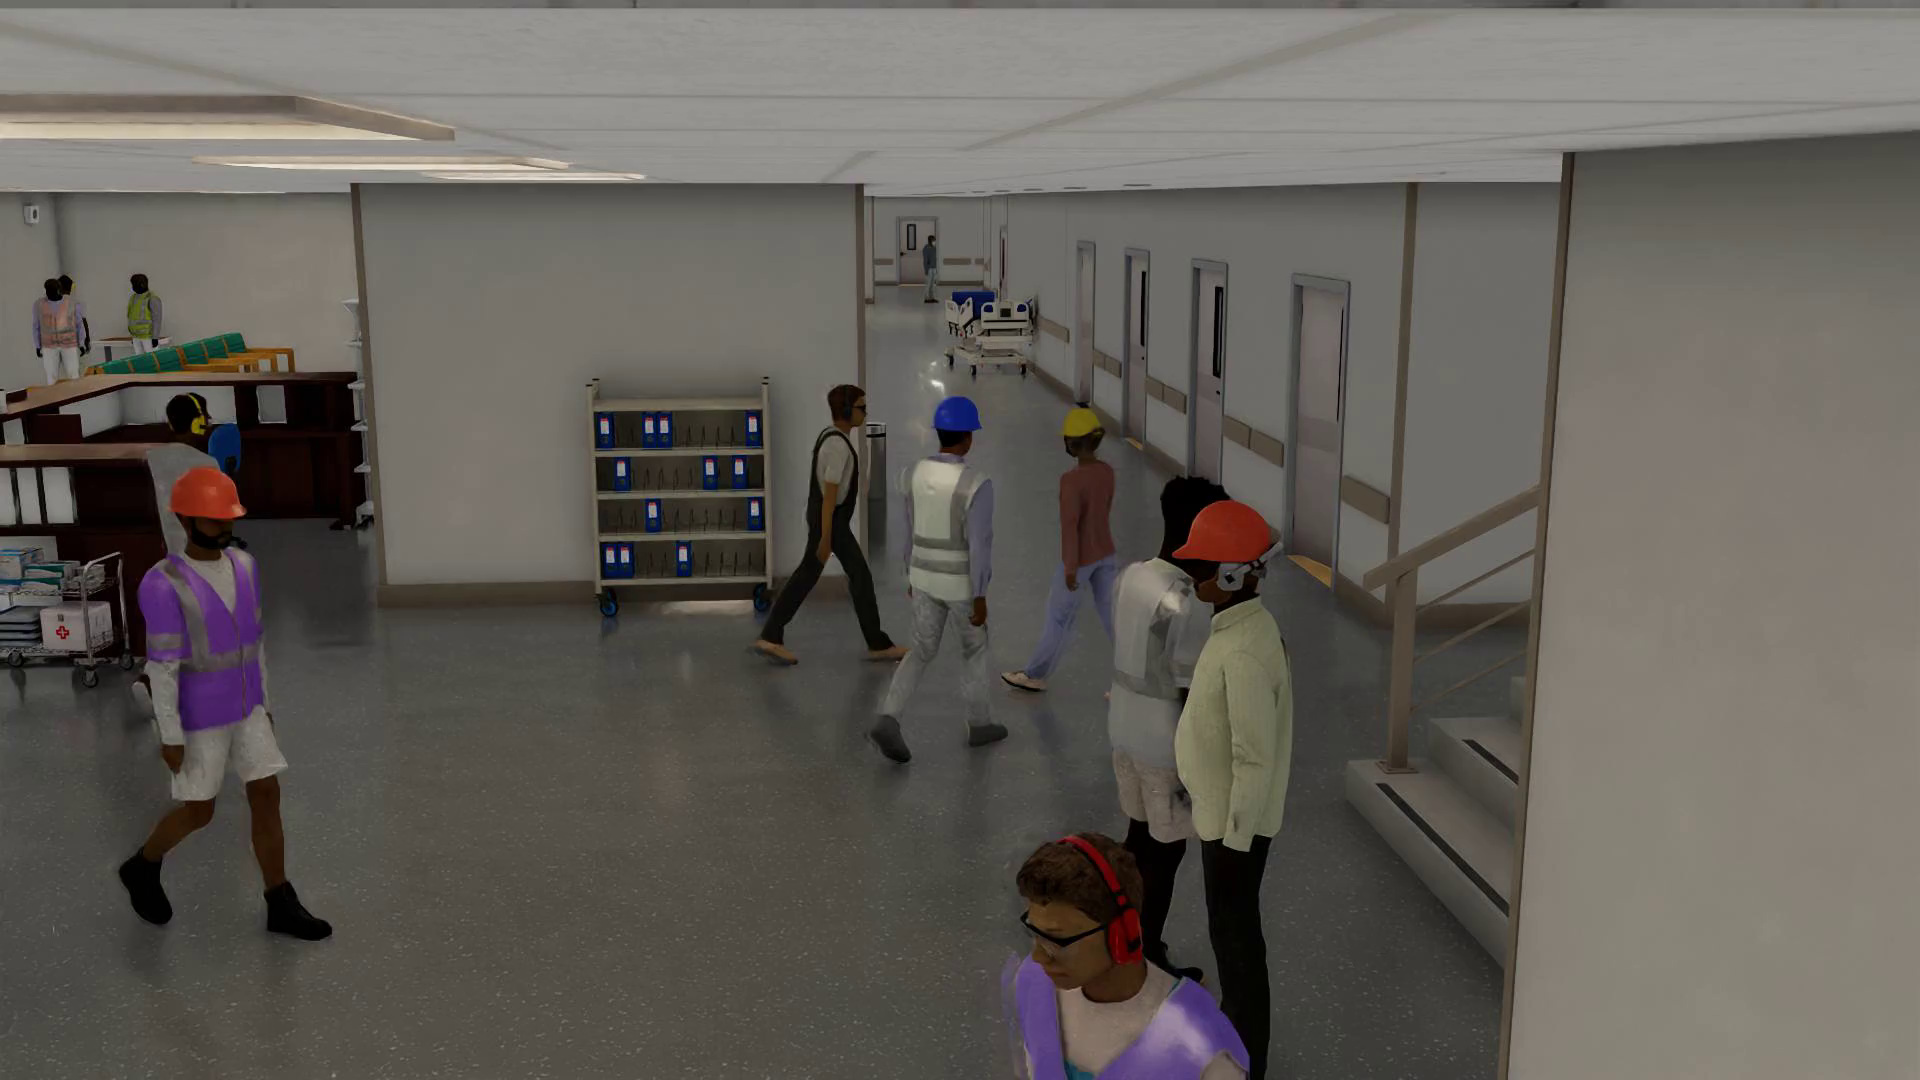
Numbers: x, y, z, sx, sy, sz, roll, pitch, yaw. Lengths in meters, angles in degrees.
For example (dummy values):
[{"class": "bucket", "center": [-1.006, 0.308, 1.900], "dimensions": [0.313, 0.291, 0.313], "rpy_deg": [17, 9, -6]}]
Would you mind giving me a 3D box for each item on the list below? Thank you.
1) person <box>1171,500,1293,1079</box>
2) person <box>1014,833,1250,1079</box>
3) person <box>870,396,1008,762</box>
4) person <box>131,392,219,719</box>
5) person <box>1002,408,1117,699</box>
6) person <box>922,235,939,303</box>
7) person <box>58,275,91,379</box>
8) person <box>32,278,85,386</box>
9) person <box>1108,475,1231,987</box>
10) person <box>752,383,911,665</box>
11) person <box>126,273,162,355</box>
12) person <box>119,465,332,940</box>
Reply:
[{"class": "person", "center": [0.845, 0.858, 5.278], "dimensions": [0.388, 1.992, 0.625], "rpy_deg": [1, 12, 6]}, {"class": "person", "center": [0.278, 1.391, 3.213], "dimensions": [0.541, 1.794, 0.754], "rpy_deg": [-9, 14, -36]}, {"class": "person", "center": [-0.112, 0.209, 8.665], "dimensions": [0.612, 1.920, 0.890], "rpy_deg": [9, 15, 38]}, {"class": "person", "center": [-4.404, 0.082, 9.463], "dimensions": [0.518, 1.845, 0.803], "rpy_deg": [3, 12, 16]}, {"class": "person", "center": [0.707, 0.089, 9.716], "dimensions": [0.886, 1.720, 0.530], "rpy_deg": [10, 15, 41]}, {"class": "person", "center": [-0.849, -7.697, 47.258], "dimensions": [0.374, 1.930, 0.637], "rpy_deg": [6, 13, 27]}, {"class": "person", "center": [-12.606, -2.812, 23.549], "dimensions": [0.517, 1.863, 0.327], "rpy_deg": [-7, 14, -32]}, {"class": "person", "center": [-12.438, -2.684, 22.976], "dimensions": [0.634, 1.839, 0.429], "rpy_deg": [-4, 12, -19]}, {"class": "person", "center": [0.763, 0.722, 6.081], "dimensions": [0.441, 1.945, 0.615], "rpy_deg": [-4, 12, -21]}, {"class": "person", "center": [-0.843, -0.085, 10.408], "dimensions": [1.008, 1.794, 0.518], "rpy_deg": [-3, 12, -13]}, {"class": "person", "center": [-12.041, -3.008, 24.560], "dimensions": [0.626, 1.842, 0.429], "rpy_deg": [7, 13, 30]}, {"class": "person", "center": [-2.960, 0.644, 6.543], "dimensions": [0.864, 1.912, 0.559], "rpy_deg": [5, 12, 21]}]
